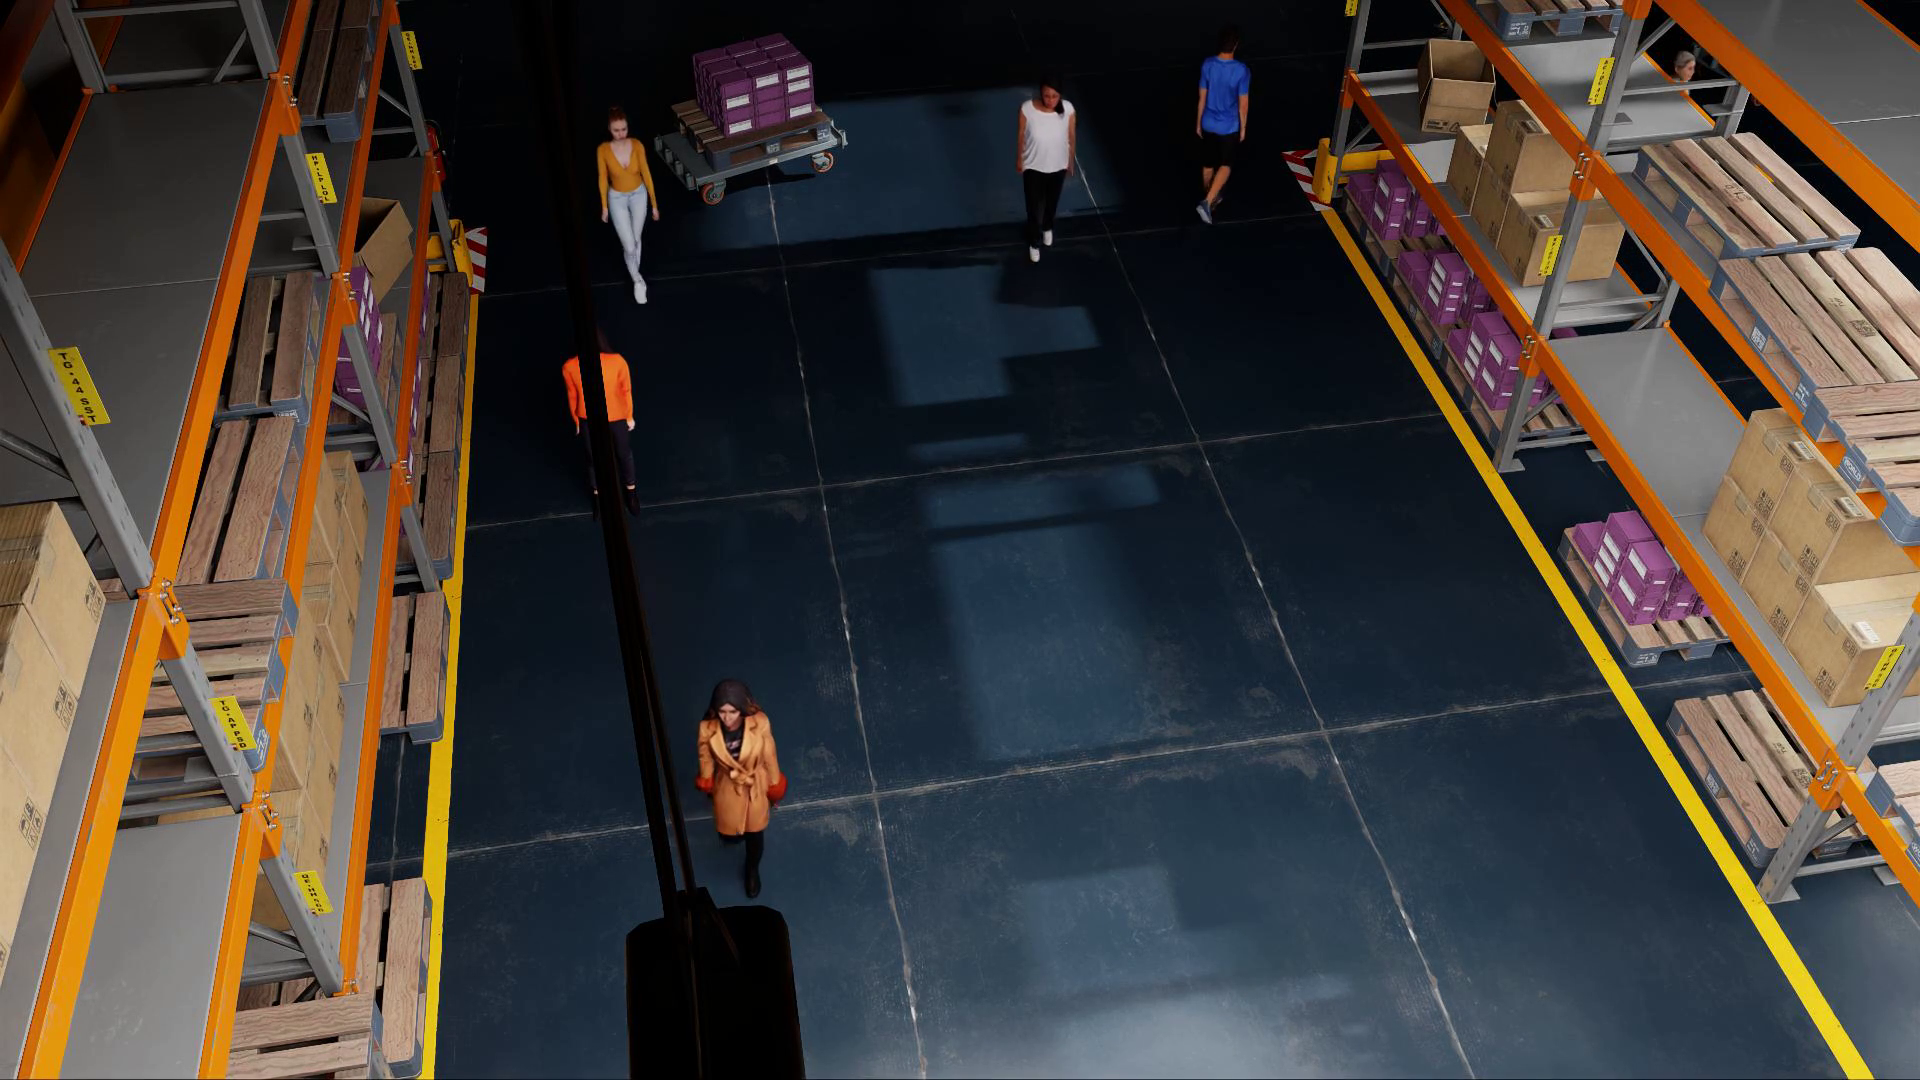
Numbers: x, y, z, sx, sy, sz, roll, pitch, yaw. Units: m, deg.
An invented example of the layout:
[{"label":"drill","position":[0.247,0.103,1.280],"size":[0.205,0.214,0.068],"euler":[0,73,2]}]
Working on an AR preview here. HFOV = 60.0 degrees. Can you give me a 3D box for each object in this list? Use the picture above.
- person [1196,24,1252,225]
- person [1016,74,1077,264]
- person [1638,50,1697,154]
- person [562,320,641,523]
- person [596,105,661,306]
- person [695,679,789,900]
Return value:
[{"label":"person","position":[2.292,-3.655,14.827],"size":[0.962,1.856,1.066],"euler":[21,47,20]},{"label":"person","position":[0.752,-3.361,14.651],"size":[0.679,1.673,0.808],"euler":[-5,44,-5]},{"label":"person","position":[6.170,-3.635,14.927],"size":[0.784,1.689,0.851],"euler":[-34,53,-30]},{"label":"person","position":[-2.576,-0.883,11.996],"size":[0.612,1.749,0.541],"euler":[-6,44,-6]},{"label":"person","position":[-2.844,-2.901,14.122],"size":[0.728,1.737,0.808],"euler":[-19,47,-18]},{"label":"person","position":[-1.255,1.369,9.660],"size":[0.727,1.709,0.794],"euler":[-2,44,-2]}]
